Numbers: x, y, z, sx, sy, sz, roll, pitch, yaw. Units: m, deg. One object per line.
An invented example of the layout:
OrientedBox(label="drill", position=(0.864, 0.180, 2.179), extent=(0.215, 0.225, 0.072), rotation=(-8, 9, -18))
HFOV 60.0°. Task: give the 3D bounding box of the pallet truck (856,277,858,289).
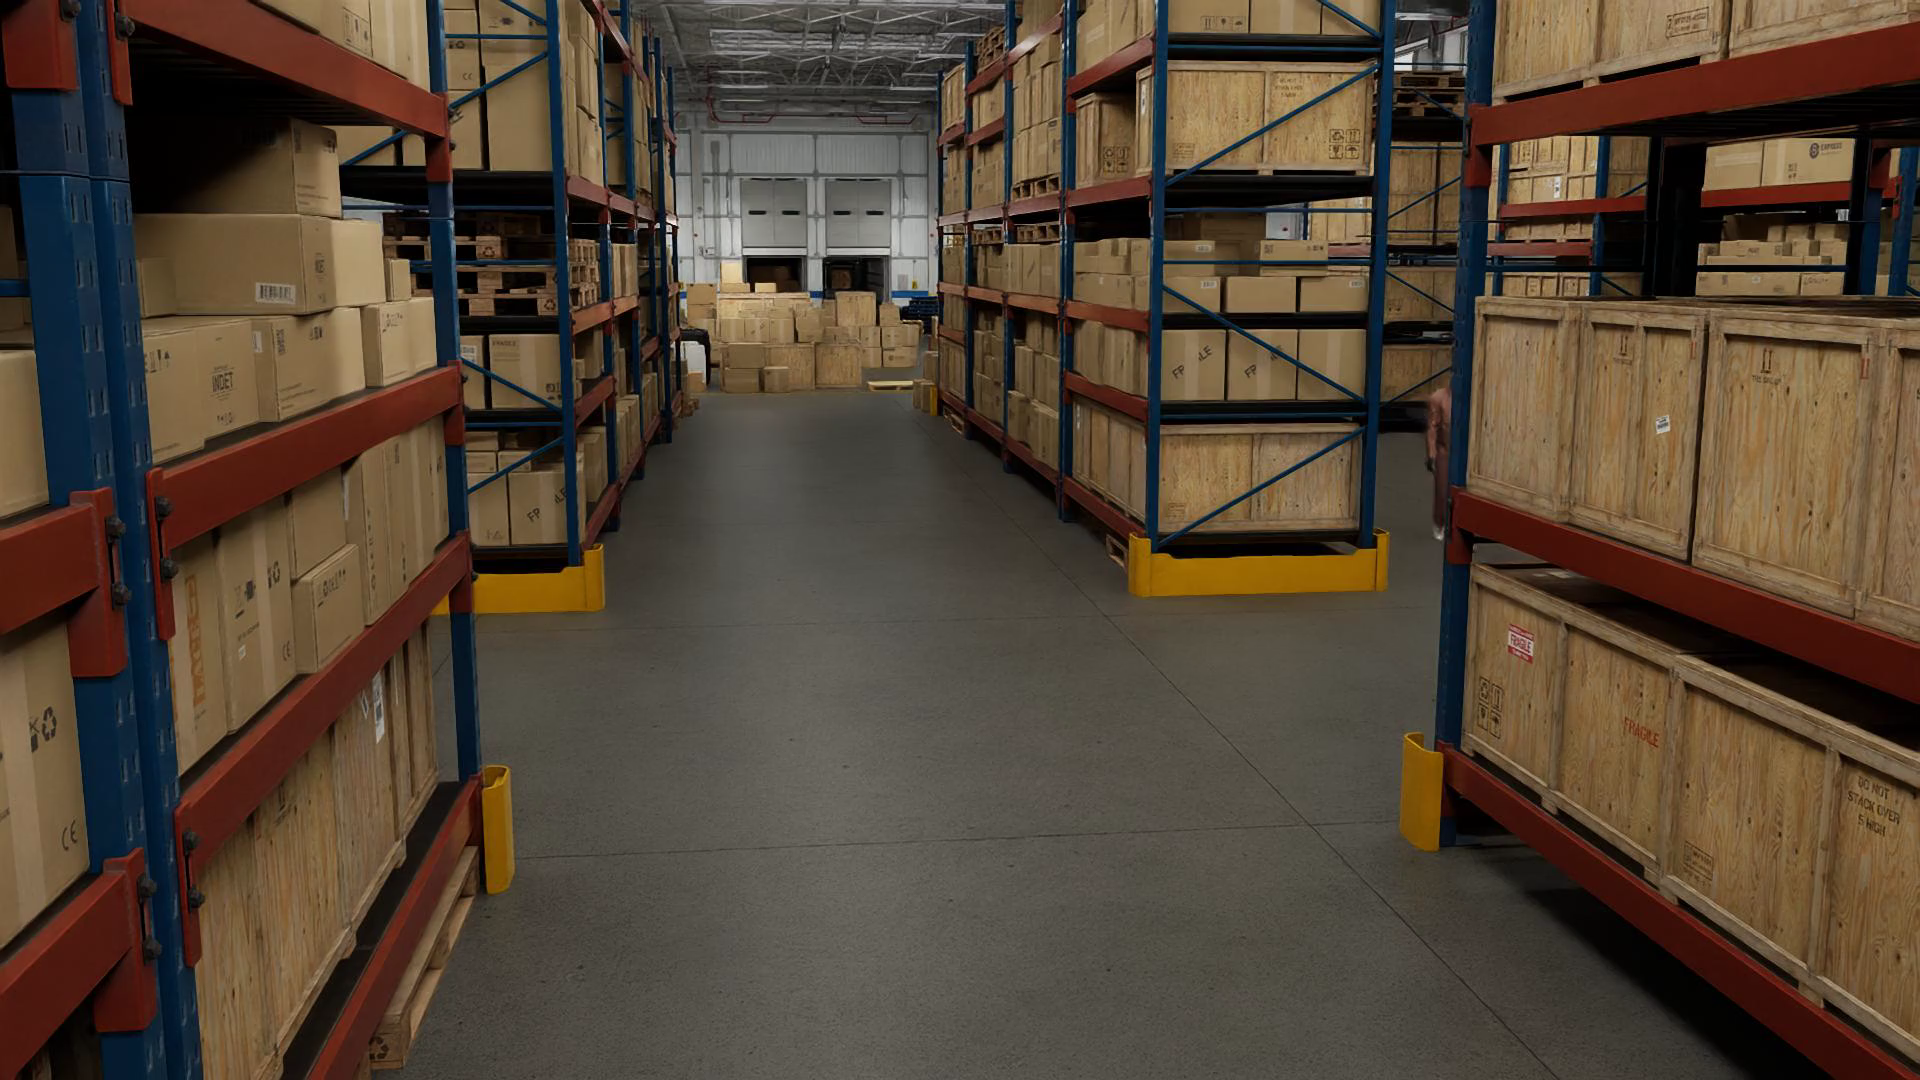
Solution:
OrientedBox(label="pallet truck", position=(-3.782, -9.391, 65.808), extent=(1.885, 1.965, 0.823), rotation=(2, 10, 10))

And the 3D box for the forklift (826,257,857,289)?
OrientedBox(label="forklift", position=(-3.407, -6.733, 47.763), extent=(1.129, 2.768, 1.873), rotation=(-1, 10, -7))

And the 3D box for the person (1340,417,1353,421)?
OrientedBox(label="person", position=(4.062, -1.057, 18.162), extent=(0.317, 1.695, 0.540), rotation=(-8, 13, -40))

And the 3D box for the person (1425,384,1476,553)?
OrientedBox(label="person", position=(4.943, -0.861, 16.548), extent=(0.641, 1.864, 0.973), rotation=(2, 10, 10))

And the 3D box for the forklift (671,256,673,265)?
OrientedBox(label="forklift", position=(-10.987, -9.066, 61.344), extent=(1.129, 2.768, 1.873), rotation=(-1, 10, -7))
